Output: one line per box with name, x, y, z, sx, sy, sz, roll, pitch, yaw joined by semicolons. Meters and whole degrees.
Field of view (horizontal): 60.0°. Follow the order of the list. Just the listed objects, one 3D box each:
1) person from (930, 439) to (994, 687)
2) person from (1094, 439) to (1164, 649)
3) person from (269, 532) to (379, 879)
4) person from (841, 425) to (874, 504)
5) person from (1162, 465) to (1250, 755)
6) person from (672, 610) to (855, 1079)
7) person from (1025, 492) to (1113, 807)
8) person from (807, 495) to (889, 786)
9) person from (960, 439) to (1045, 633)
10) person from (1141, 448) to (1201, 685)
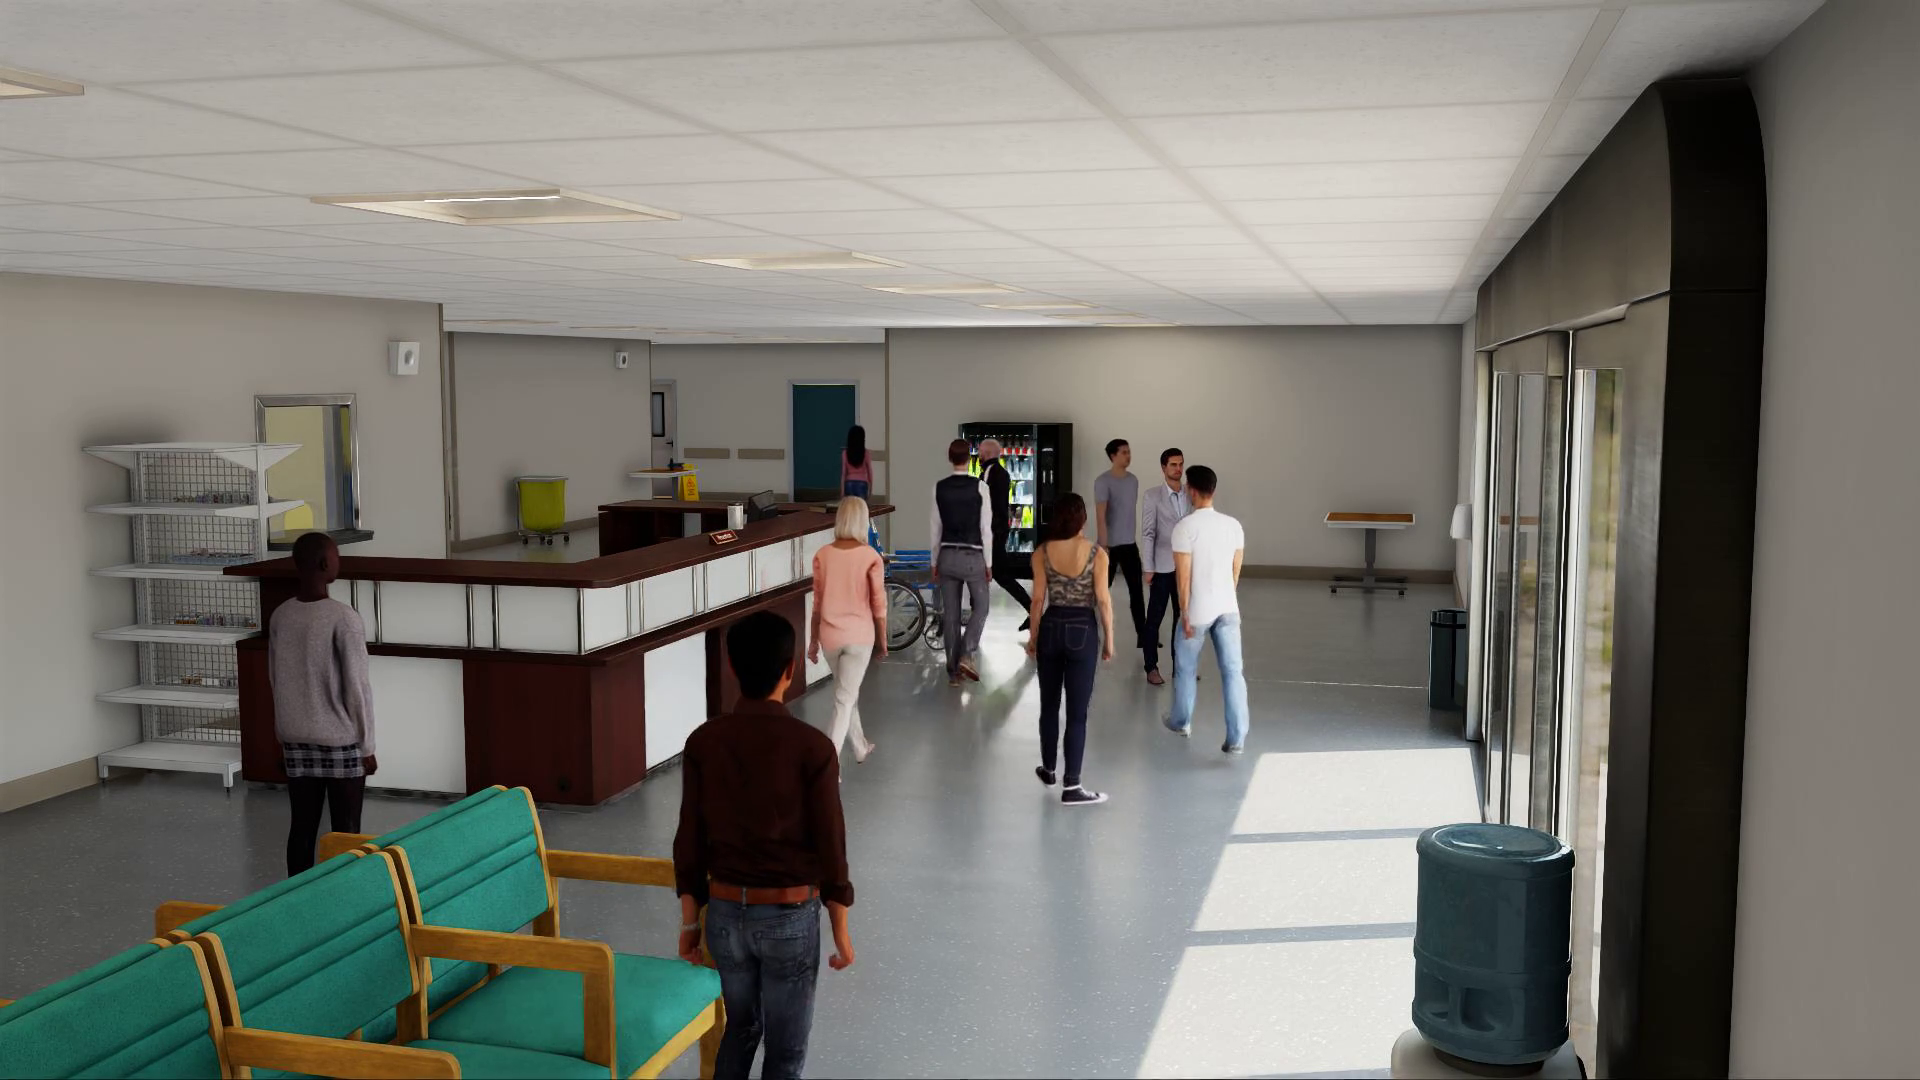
person;-0.006;0.183;12.882;0.603;1.923;0.738;2;6;17
person;1.309;0.059;14.631;1.167;1.821;1.298;-4;7;-37
person;-2.706;0.846;7.049;0.453;1.772;0.673;2;6;16
person;-1.393;-0.646;22.195;1.056;1.710;0.632;1;6;14
person;1.611;0.487;10.455;1.256;1.804;1.127;-1;6;-13
person;-0.569;1.097;4.577;0.649;1.769;0.721;2;6;17
person;0.625;0.618;9.460;0.795;1.743;0.818;3;6;25
person;-0.694;0.630;9.755;1.157;1.661;0.701;2;6;19
person;0.396;-0.007;15.406;1.178;1.796;0.685;1;6;12
person;1.671;0.193;13.144;0.744;1.852;0.821;-3;6;-26
